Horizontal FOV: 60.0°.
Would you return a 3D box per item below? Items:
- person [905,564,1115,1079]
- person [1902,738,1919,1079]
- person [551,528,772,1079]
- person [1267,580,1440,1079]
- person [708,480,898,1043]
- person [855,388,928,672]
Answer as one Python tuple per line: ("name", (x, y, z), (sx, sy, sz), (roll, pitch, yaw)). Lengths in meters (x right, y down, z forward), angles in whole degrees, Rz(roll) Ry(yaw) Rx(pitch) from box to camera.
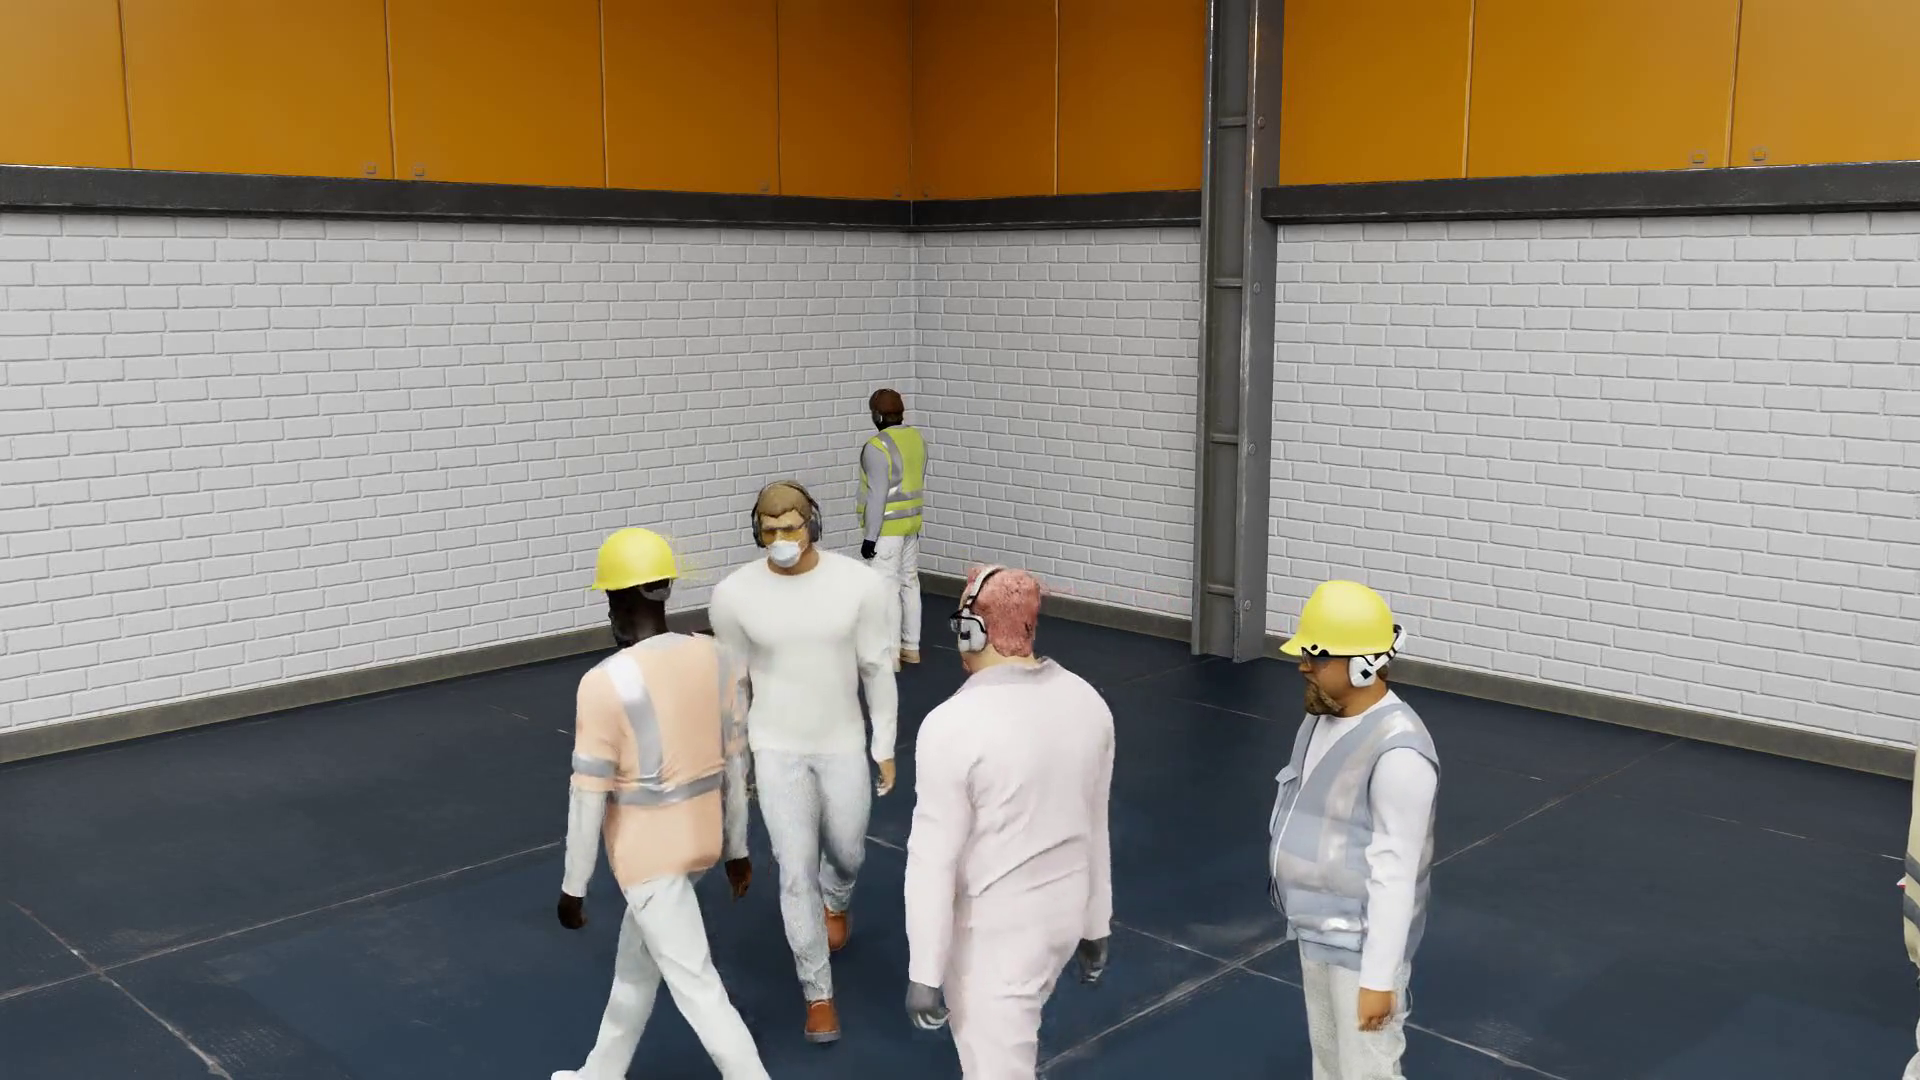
("person", (0.179, 1.001, 4.222), (0.866, 1.870, 0.664), (8, 12, 42))
("person", (2.556, 1.032, 4.107), (0.404, 1.837, 0.595), (2, 9, 11))
("person", (-0.849, 0.900, 4.881), (1.029, 1.874, 0.597), (5, 11, 30))
("person", (1.000, 1.005, 4.325), (0.403, 1.826, 0.593), (-2, 9, -10))
("person", (-0.550, 0.713, 5.867), (0.650, 1.910, 0.812), (-1, 9, -9))
("person", (-0.460, -0.066, 10.834), (0.429, 1.839, 0.634), (5, 11, 28))
